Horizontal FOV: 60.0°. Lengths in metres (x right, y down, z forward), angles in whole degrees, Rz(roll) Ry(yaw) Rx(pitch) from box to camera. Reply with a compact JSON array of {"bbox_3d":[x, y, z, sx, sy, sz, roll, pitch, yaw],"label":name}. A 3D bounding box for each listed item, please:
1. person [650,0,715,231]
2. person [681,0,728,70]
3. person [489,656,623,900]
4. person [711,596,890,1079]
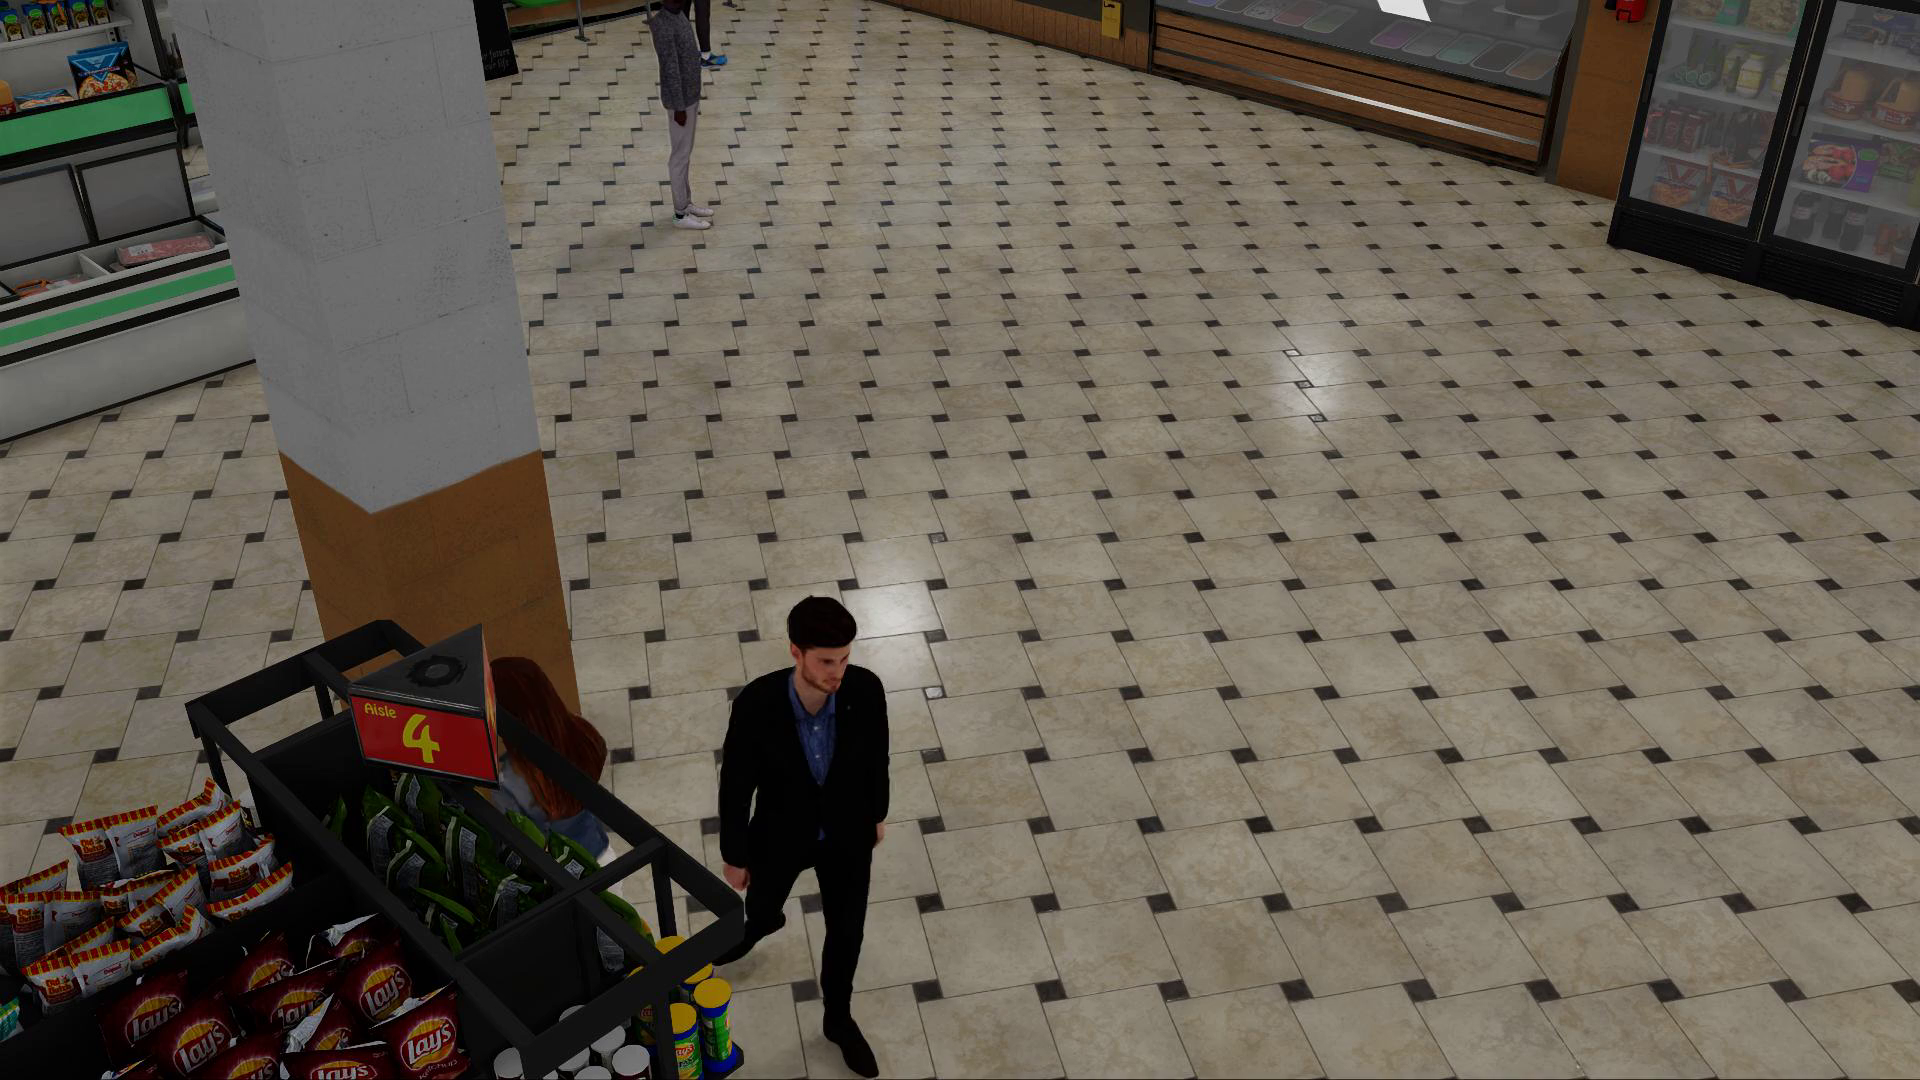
[{"bbox_3d":[-2.019,-3.173,11.948,0.803,1.838,0.742,0,32,0],"label":"person"},{"bbox_3d":[-2.502,-5.338,15.439,0.702,1.827,0.576,25,39,34],"label":"person"},{"bbox_3d":[-1.149,1.117,5.213,0.839,1.670,1.069,18,36,27],"label":"person"},{"bbox_3d":[-0.512,0.901,5.386,1.099,1.853,1.106,-5,32,-9],"label":"person"}]
